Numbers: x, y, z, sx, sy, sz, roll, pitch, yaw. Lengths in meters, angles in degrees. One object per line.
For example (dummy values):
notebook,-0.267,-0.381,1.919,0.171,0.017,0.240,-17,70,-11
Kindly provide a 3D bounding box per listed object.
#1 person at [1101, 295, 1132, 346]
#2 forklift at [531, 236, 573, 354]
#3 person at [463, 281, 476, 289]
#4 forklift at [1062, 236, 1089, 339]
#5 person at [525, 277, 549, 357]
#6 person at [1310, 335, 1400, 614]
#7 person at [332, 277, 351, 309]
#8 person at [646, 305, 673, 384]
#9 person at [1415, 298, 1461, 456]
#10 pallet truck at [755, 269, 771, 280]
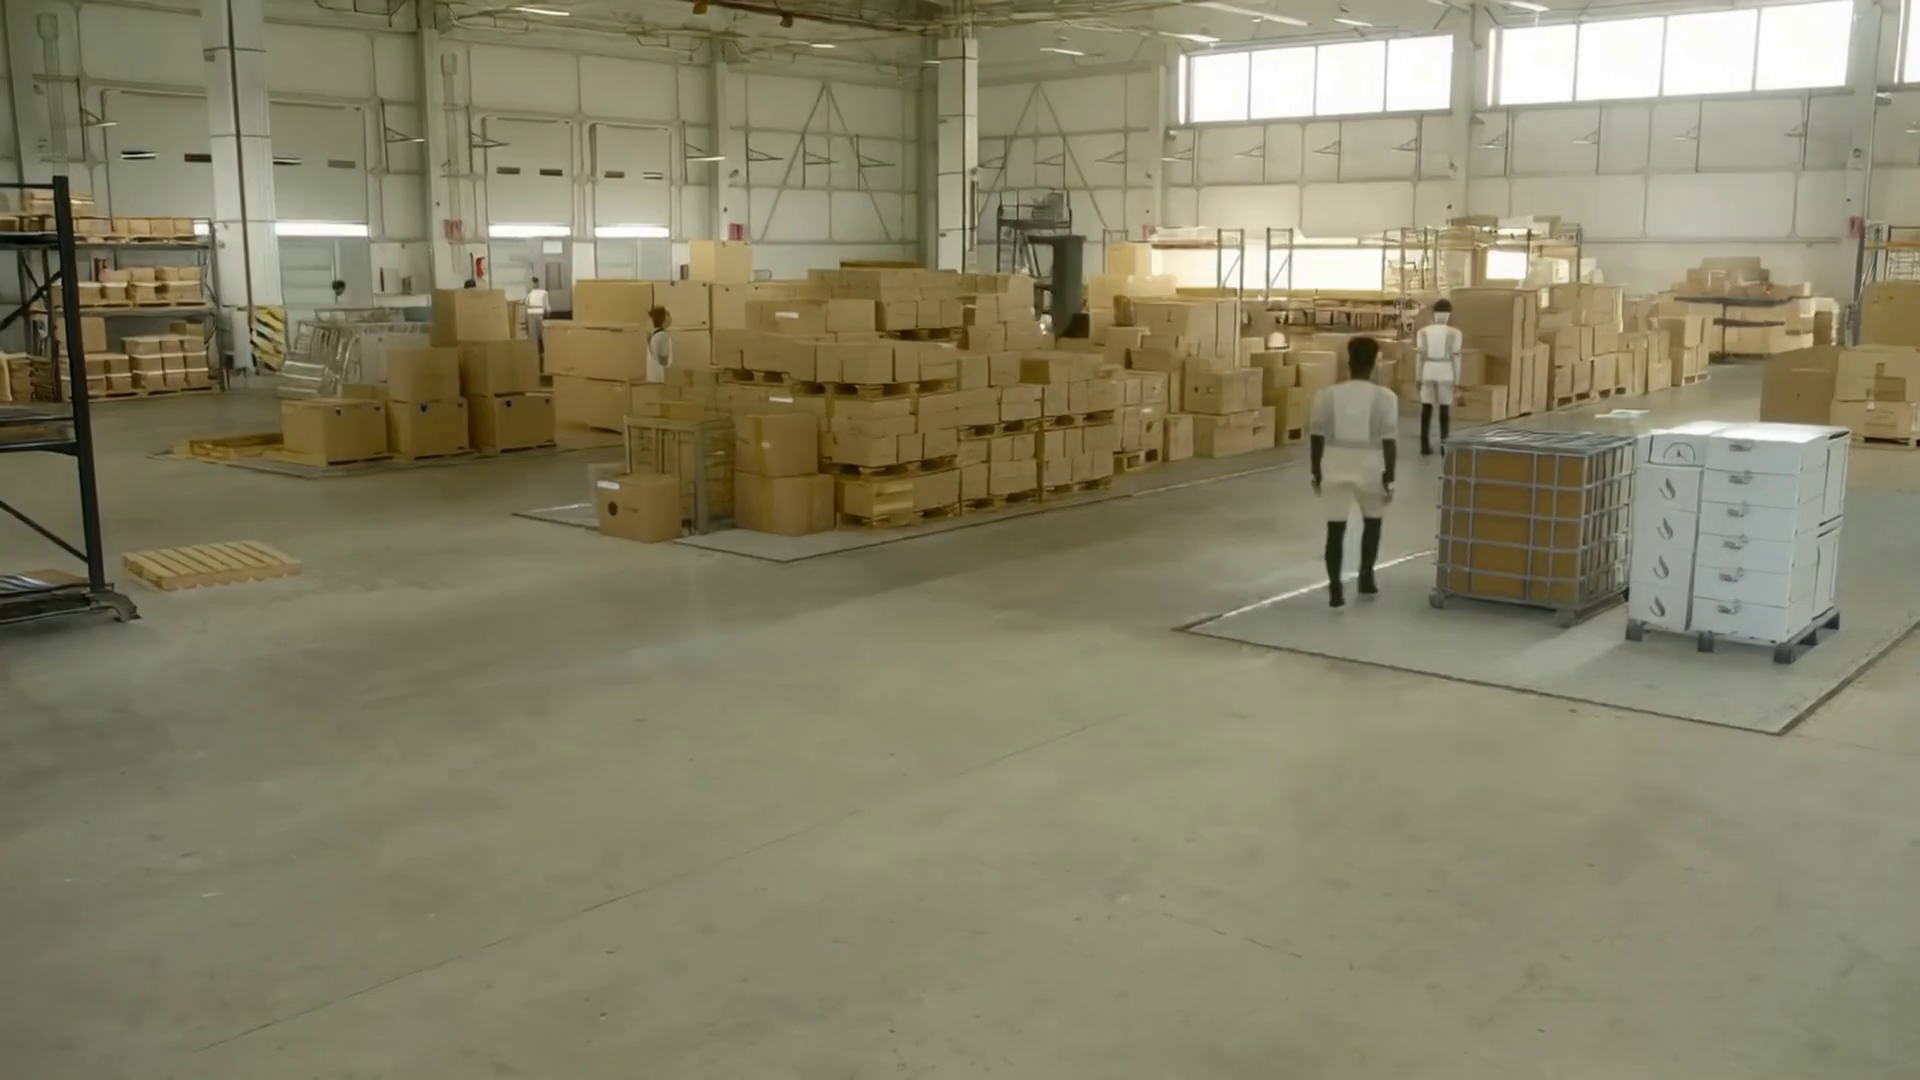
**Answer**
person,2.201,-2.473,23.270,0.636,1.890,0.779,7,12,37
forklift,-9.601,-5.790,39.356,1.873,2.768,1.129,8,13,40
person,-9.906,-4.310,33.754,0.636,1.904,0.968,-3,10,-17
forklift,2.616,-5.613,38.351,1.873,2.768,1.129,2,10,14
person,-9.922,-5.241,39.075,0.362,1.881,0.579,9,14,43
person,2.793,-0.474,11.769,0.636,1.926,0.791,4,11,23
person,-13.476,-4.791,36.427,0.840,1.914,0.554,-9,13,-41
person,-3.678,-1.954,20.462,0.344,1.847,0.505,-6,12,-30
person,5.882,-2.001,20.463,0.545,1.939,0.373,7,12,33
pallet truck,-4.996,-6.432,45.525,1.885,1.965,0.823,-6,12,-32
